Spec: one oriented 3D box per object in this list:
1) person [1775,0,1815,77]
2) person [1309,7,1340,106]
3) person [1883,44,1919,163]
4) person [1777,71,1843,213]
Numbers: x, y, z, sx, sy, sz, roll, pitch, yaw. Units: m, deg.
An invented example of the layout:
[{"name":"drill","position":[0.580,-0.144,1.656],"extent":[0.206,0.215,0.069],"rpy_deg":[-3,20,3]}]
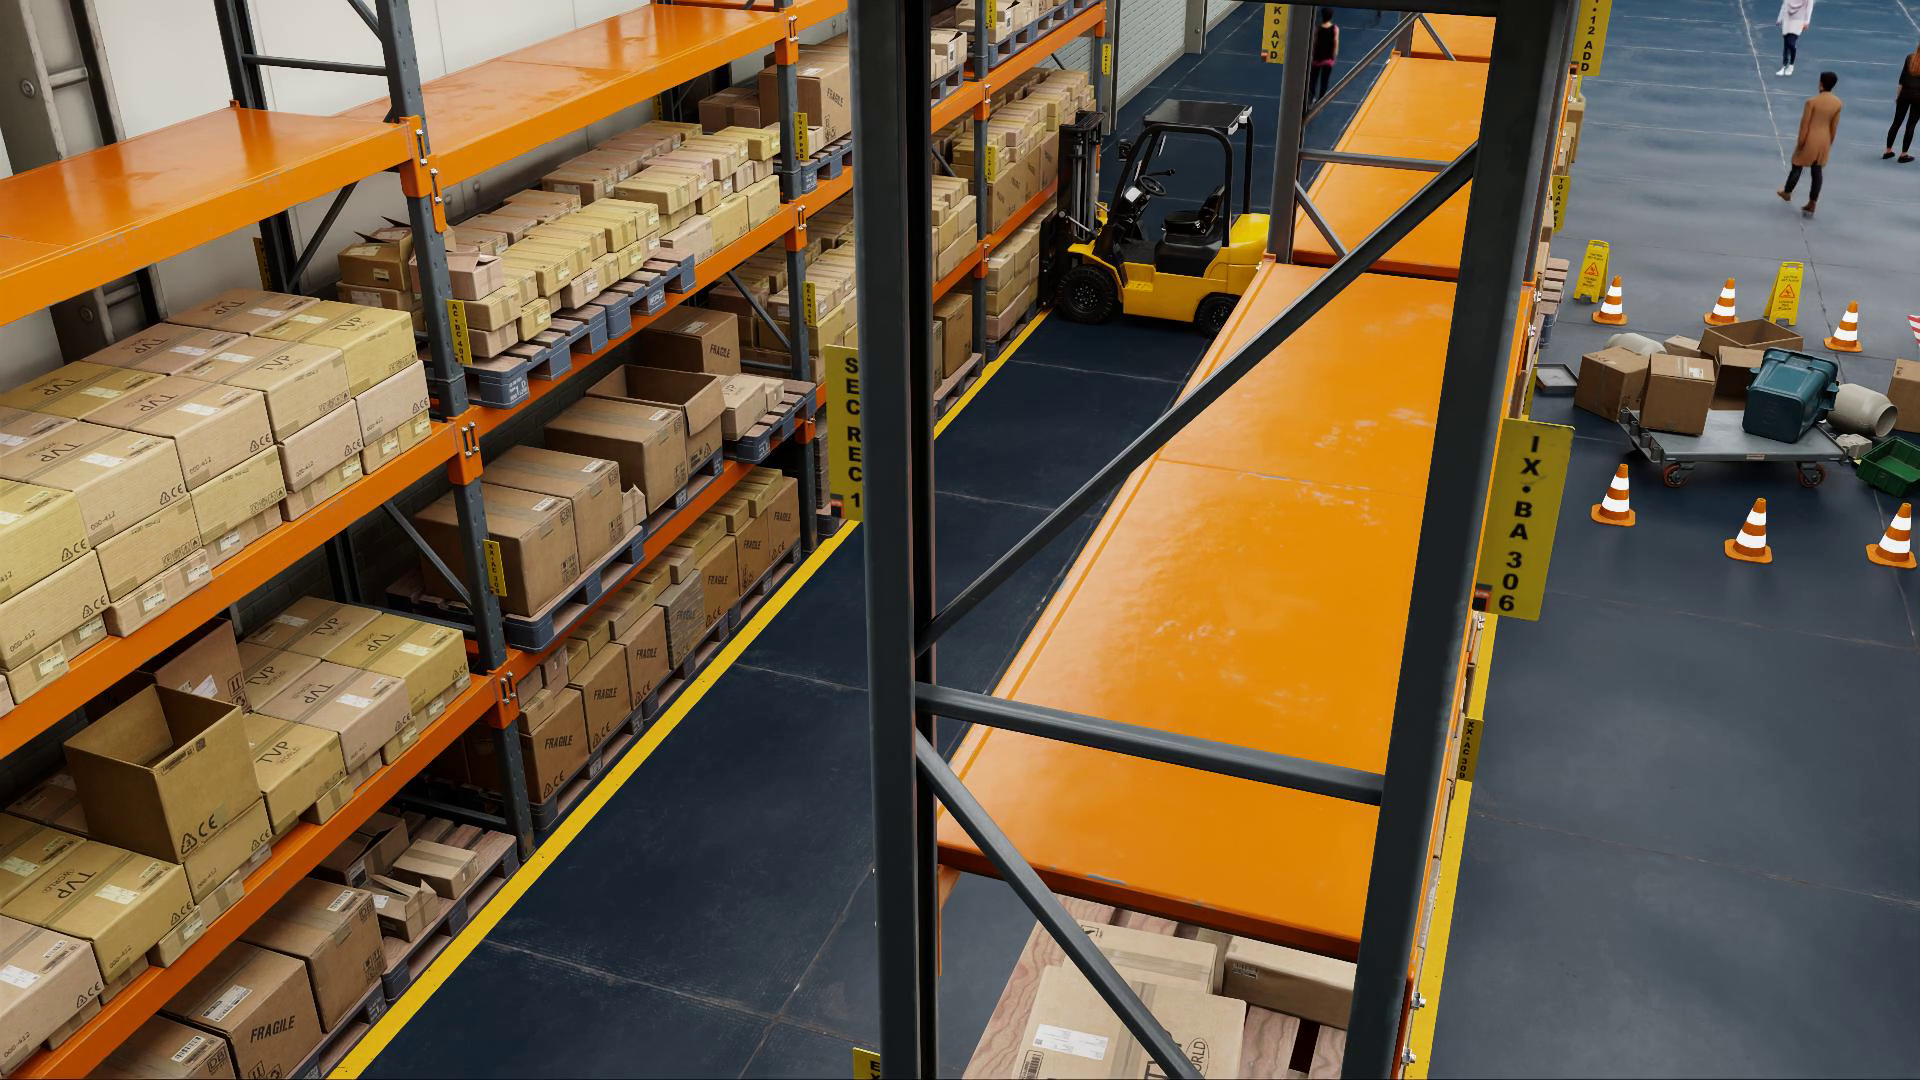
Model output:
[{"name":"person","position":[13.739,-8.525,27.296],"extent":[0.751,1.767,0.723],"rpy_deg":[-18,33,-30]},{"name":"person","position":[5.507,-7.304,25.244],"extent":[0.548,1.540,0.589],"rpy_deg":[8,29,14]},{"name":"person","position":[12.995,-6.048,22.706],"extent":[0.722,1.708,0.696],"rpy_deg":[-18,33,-30]},{"name":"person","position":[10.582,-4.868,20.522],"extent":[0.916,1.679,1.217],"rpy_deg":[0,28,0]}]
